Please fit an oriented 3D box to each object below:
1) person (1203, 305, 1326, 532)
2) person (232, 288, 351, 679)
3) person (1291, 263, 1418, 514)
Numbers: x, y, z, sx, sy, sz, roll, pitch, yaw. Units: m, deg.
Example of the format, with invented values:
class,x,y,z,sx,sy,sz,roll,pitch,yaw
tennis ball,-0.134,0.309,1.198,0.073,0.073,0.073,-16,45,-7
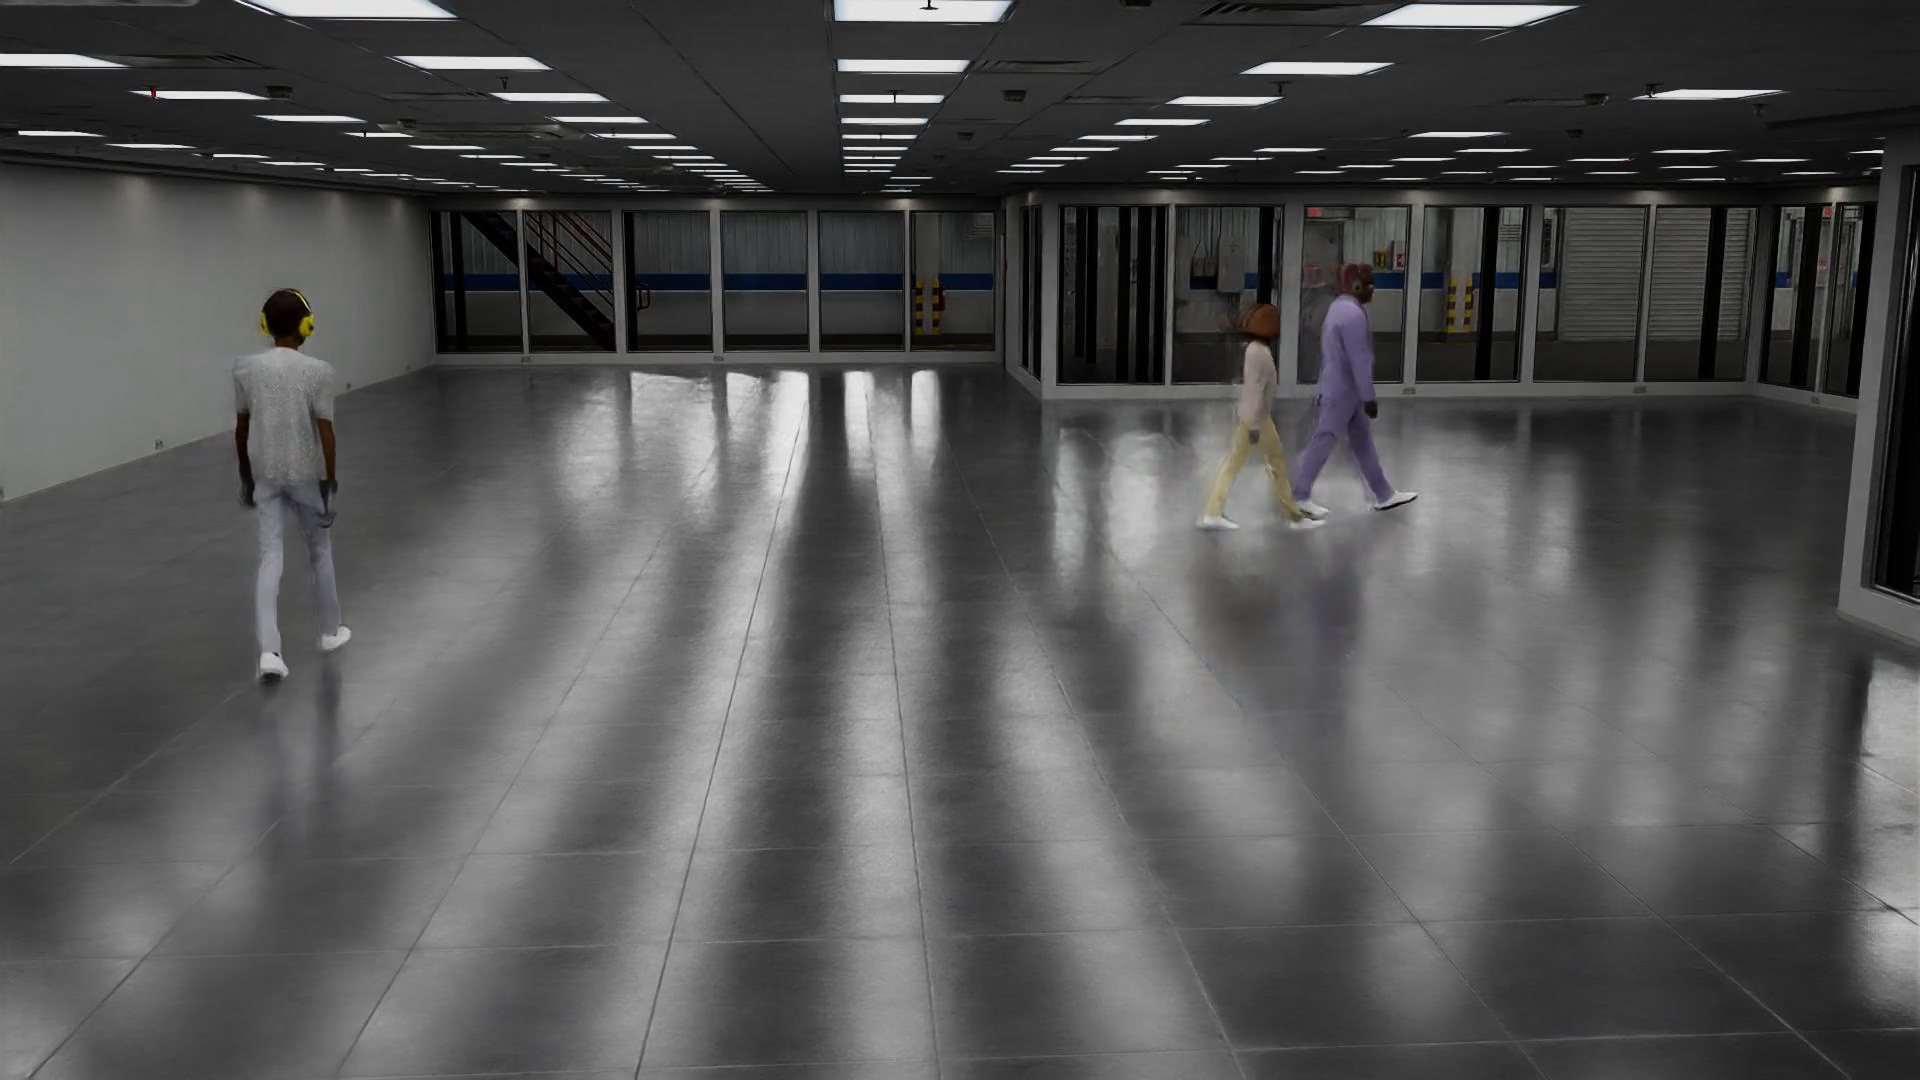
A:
class,x,y,z,sx,sy,sz,roll,pitch,yaw
person,2.108,-0.841,11.575,0.847,1.582,0.515,0,11,2
person,-3.215,-0.277,7.932,0.536,1.831,0.960,-1,11,-7
person,2.906,-1.101,12.280,1.007,1.850,0.667,1,11,5
